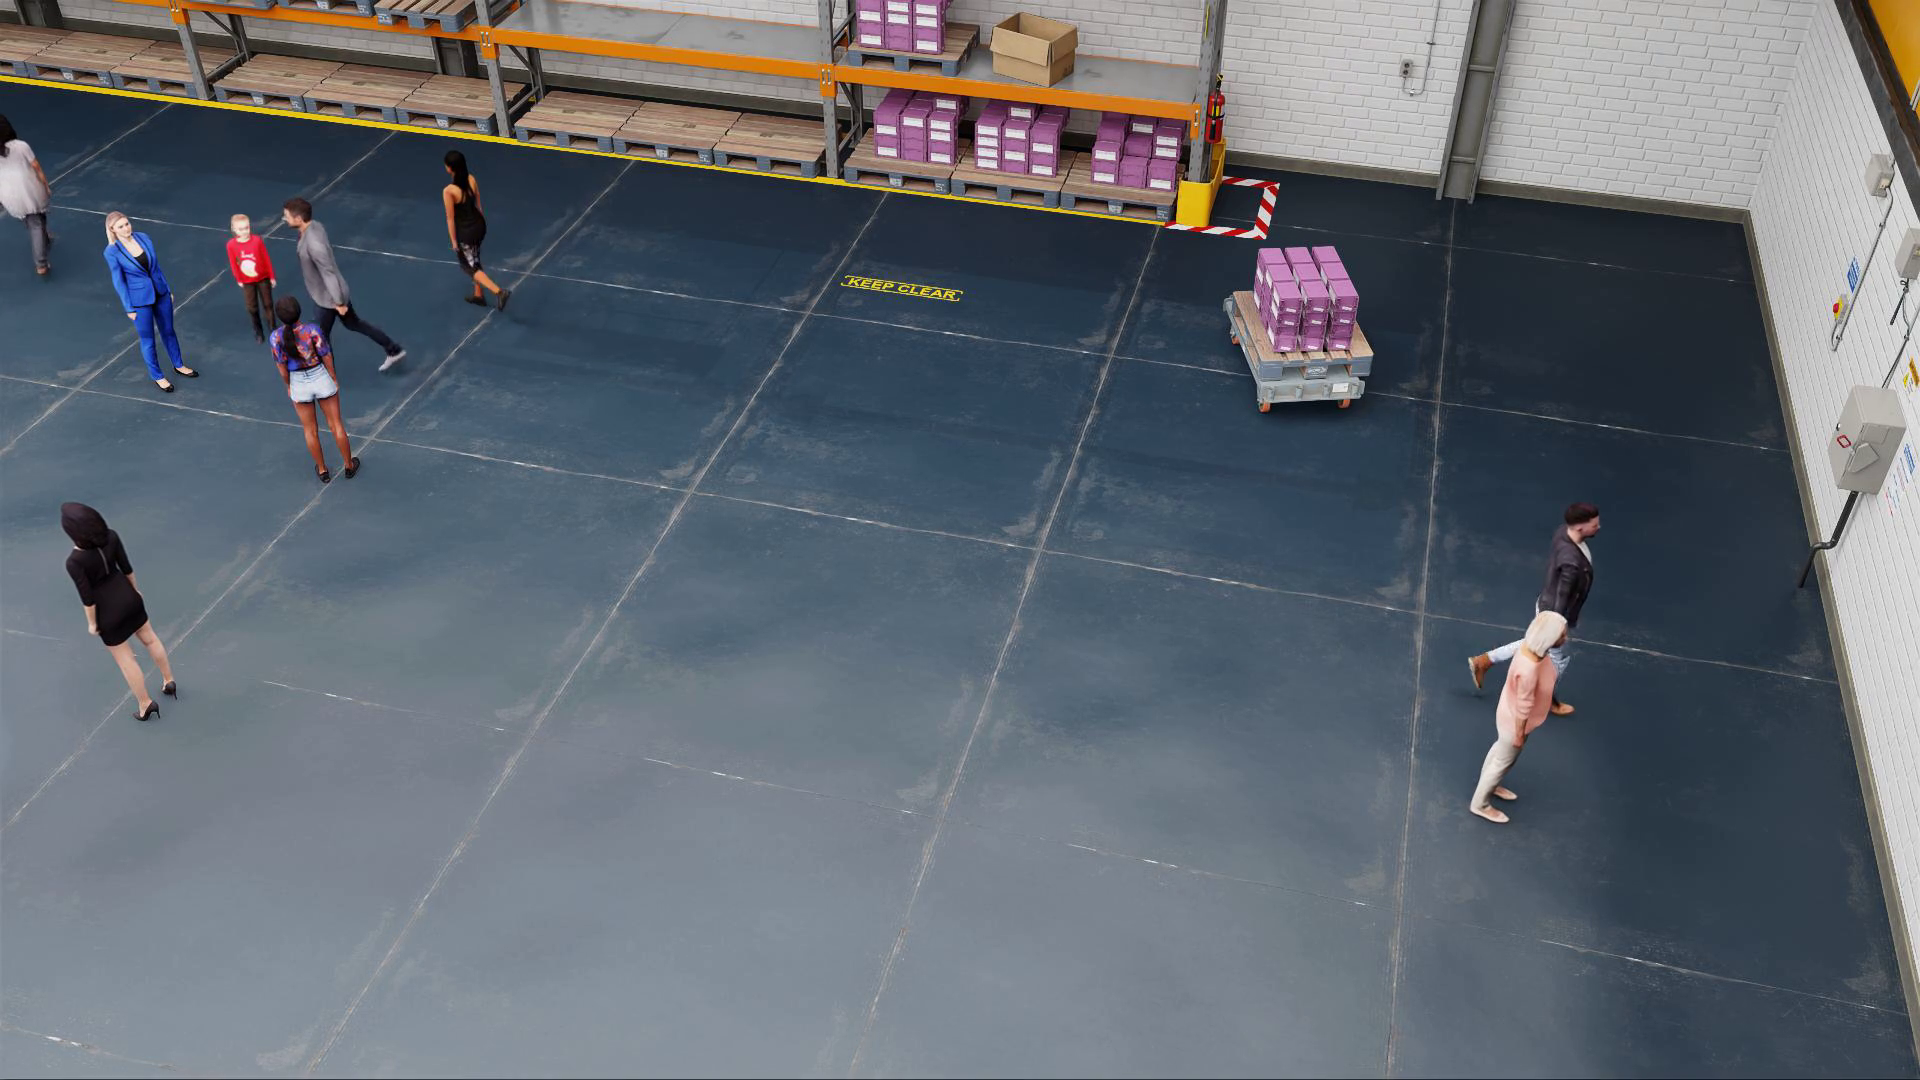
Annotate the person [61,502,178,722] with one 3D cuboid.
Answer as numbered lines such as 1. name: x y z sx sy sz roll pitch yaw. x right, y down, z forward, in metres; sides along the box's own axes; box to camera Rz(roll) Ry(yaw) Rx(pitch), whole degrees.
1. person: -5.762 0.485 11.375 0.523 1.807 0.617 14 41 17

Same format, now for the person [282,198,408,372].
1. person: -5.474 -2.182 14.698 1.321 1.829 1.125 -11 40 -13

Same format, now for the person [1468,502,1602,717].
1. person: 4.001 0.475 11.381 1.026 1.816 0.703 7 39 9

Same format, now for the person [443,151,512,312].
1. person: -4.594 -2.900 15.740 0.942 1.650 0.712 18 42 21

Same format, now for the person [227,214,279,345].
1. person: -6.573 -2.461 15.492 0.581 1.273 0.646 -18 42 -21

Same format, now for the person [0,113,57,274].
1. person: -9.276 -3.393 16.420 1.092 1.571 0.966 -6 39 -7

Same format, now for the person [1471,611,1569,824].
1. person: 3.575 1.105 10.665 0.539 1.724 0.603 13 40 16

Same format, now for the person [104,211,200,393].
1. person: -7.214 -2.137 14.743 0.629 1.701 0.676 19 42 22

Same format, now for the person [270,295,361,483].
1. person: -5.296 -1.244 13.592 0.627 1.743 0.729 -11 40 -14
